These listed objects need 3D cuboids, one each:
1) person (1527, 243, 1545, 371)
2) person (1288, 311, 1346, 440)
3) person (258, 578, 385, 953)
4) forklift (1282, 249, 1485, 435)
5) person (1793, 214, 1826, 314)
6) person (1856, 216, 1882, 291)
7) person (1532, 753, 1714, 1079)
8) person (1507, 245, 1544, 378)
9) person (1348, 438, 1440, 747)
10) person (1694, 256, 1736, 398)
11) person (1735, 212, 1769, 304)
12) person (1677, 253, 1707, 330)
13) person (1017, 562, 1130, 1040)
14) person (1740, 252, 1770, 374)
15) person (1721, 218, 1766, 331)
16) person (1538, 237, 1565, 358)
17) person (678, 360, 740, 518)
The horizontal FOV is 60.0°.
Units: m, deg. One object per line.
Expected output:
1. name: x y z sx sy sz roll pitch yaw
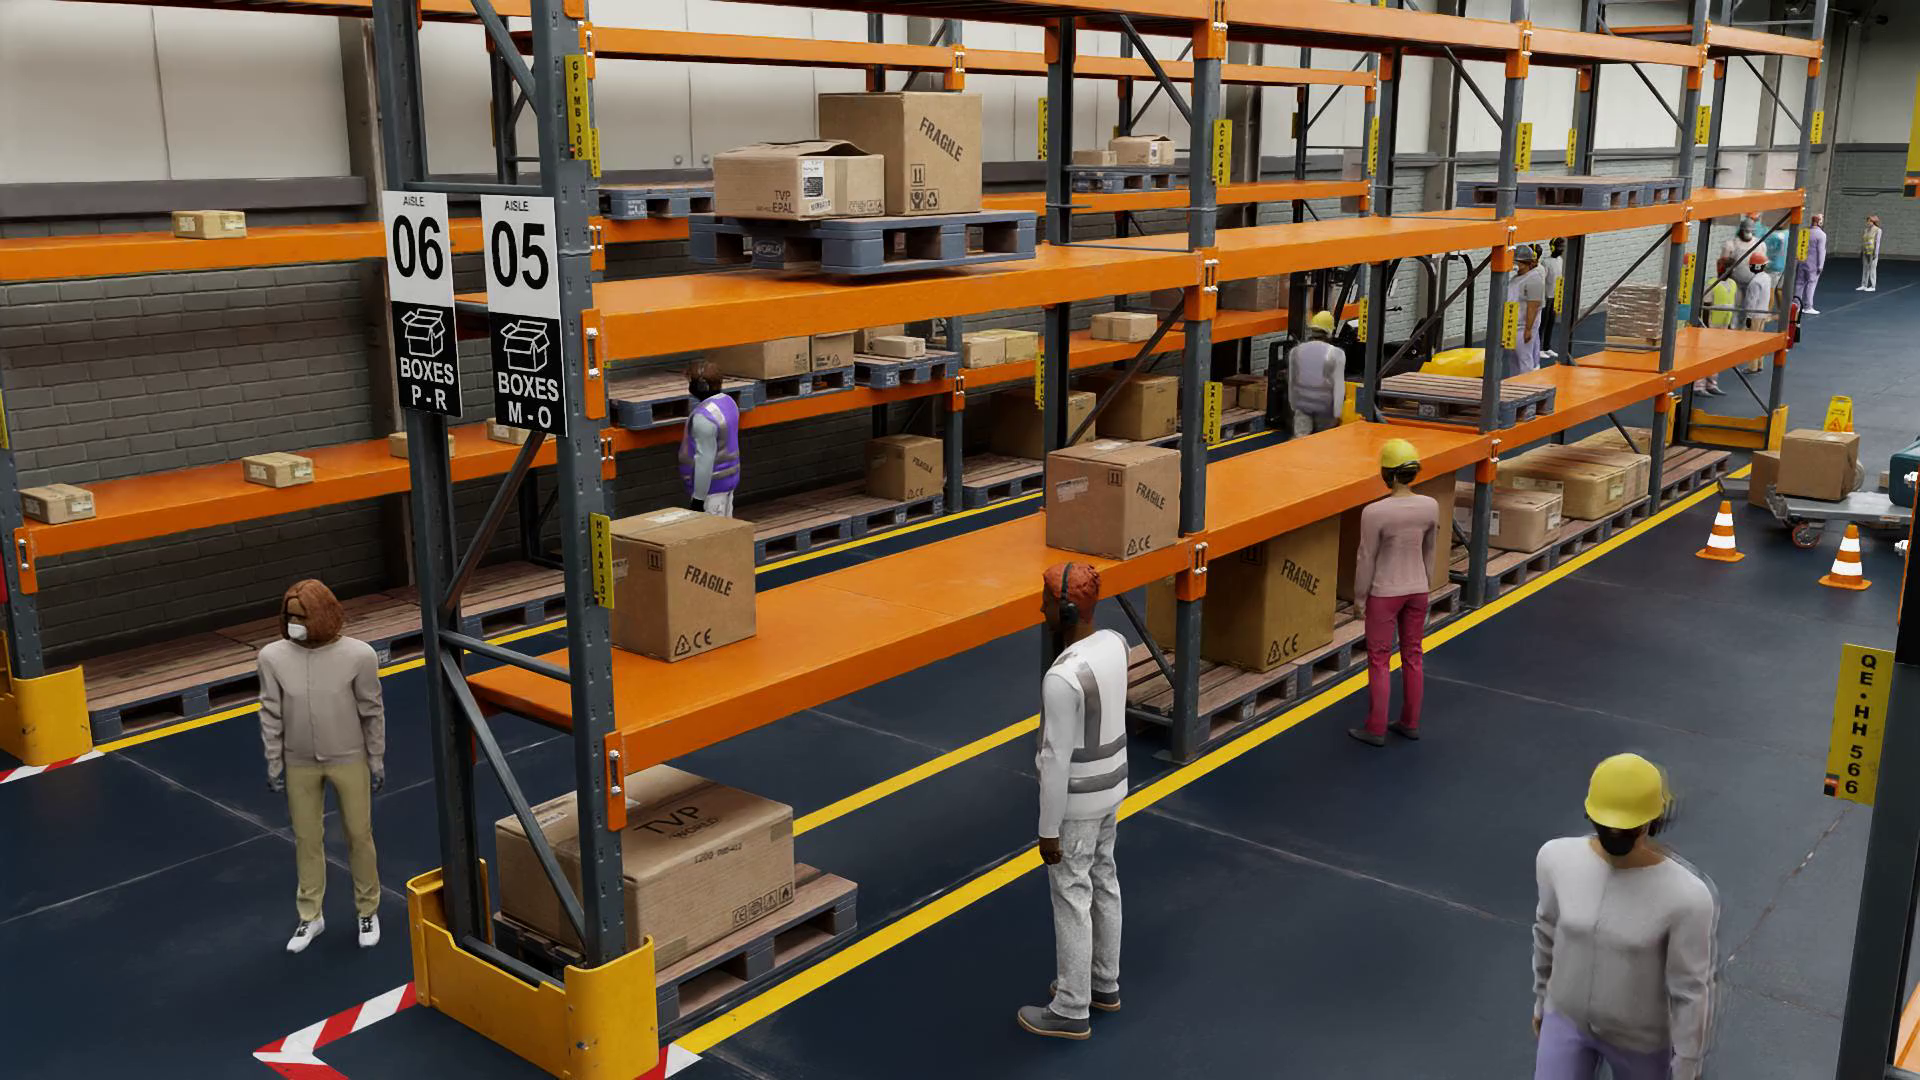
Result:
1. person: 8.313 -3.365 24.157 0.330 1.861 0.503 6 15 23
2. person: 3.417 -1.287 15.835 0.619 1.781 0.912 10 17 35
3. person: -2.681 0.952 7.035 0.502 1.631 0.286 -1 14 -5
4. forklift: 4.886 -2.214 18.767 2.313 2.155 1.214 11 18 38
5. person: 16.358 -5.300 31.952 0.399 1.900 0.644 -4 14 -17
6. person: 19.976 -6.284 36.504 0.311 1.633 0.519 -2 14 -9
7. person: 1.973 1.413 4.969 0.527 1.733 0.831 11 18 38
8. person: 7.175 -2.782 21.394 0.535 2.000 0.687 -1 14 -3
9. person: 2.458 0.297 9.447 0.520 1.758 0.334 -5 15 -21
10. person: 9.953 -2.813 21.924 0.569 1.843 0.373 -9 16 -31
11. person: 15.960 -5.743 33.601 0.697 1.967 0.540 6 15 24
12. person: 10.333 -3.215 23.742 0.569 1.755 0.320 -3 14 -12
13. person: 0.451 0.992 6.367 0.358 1.880 0.575 8 16 28
14. person: 11.443 -3.266 23.983 0.356 1.744 0.565 12 18 40
15. person: 13.184 -4.411 28.030 0.713 2.000 0.536 3 14 12
16. person: 9.123 -3.739 25.675 0.512 1.861 0.322 -11 18 -38
17. person: -1.815 -0.384 12.044 0.429 1.844 0.627 2 14 8
